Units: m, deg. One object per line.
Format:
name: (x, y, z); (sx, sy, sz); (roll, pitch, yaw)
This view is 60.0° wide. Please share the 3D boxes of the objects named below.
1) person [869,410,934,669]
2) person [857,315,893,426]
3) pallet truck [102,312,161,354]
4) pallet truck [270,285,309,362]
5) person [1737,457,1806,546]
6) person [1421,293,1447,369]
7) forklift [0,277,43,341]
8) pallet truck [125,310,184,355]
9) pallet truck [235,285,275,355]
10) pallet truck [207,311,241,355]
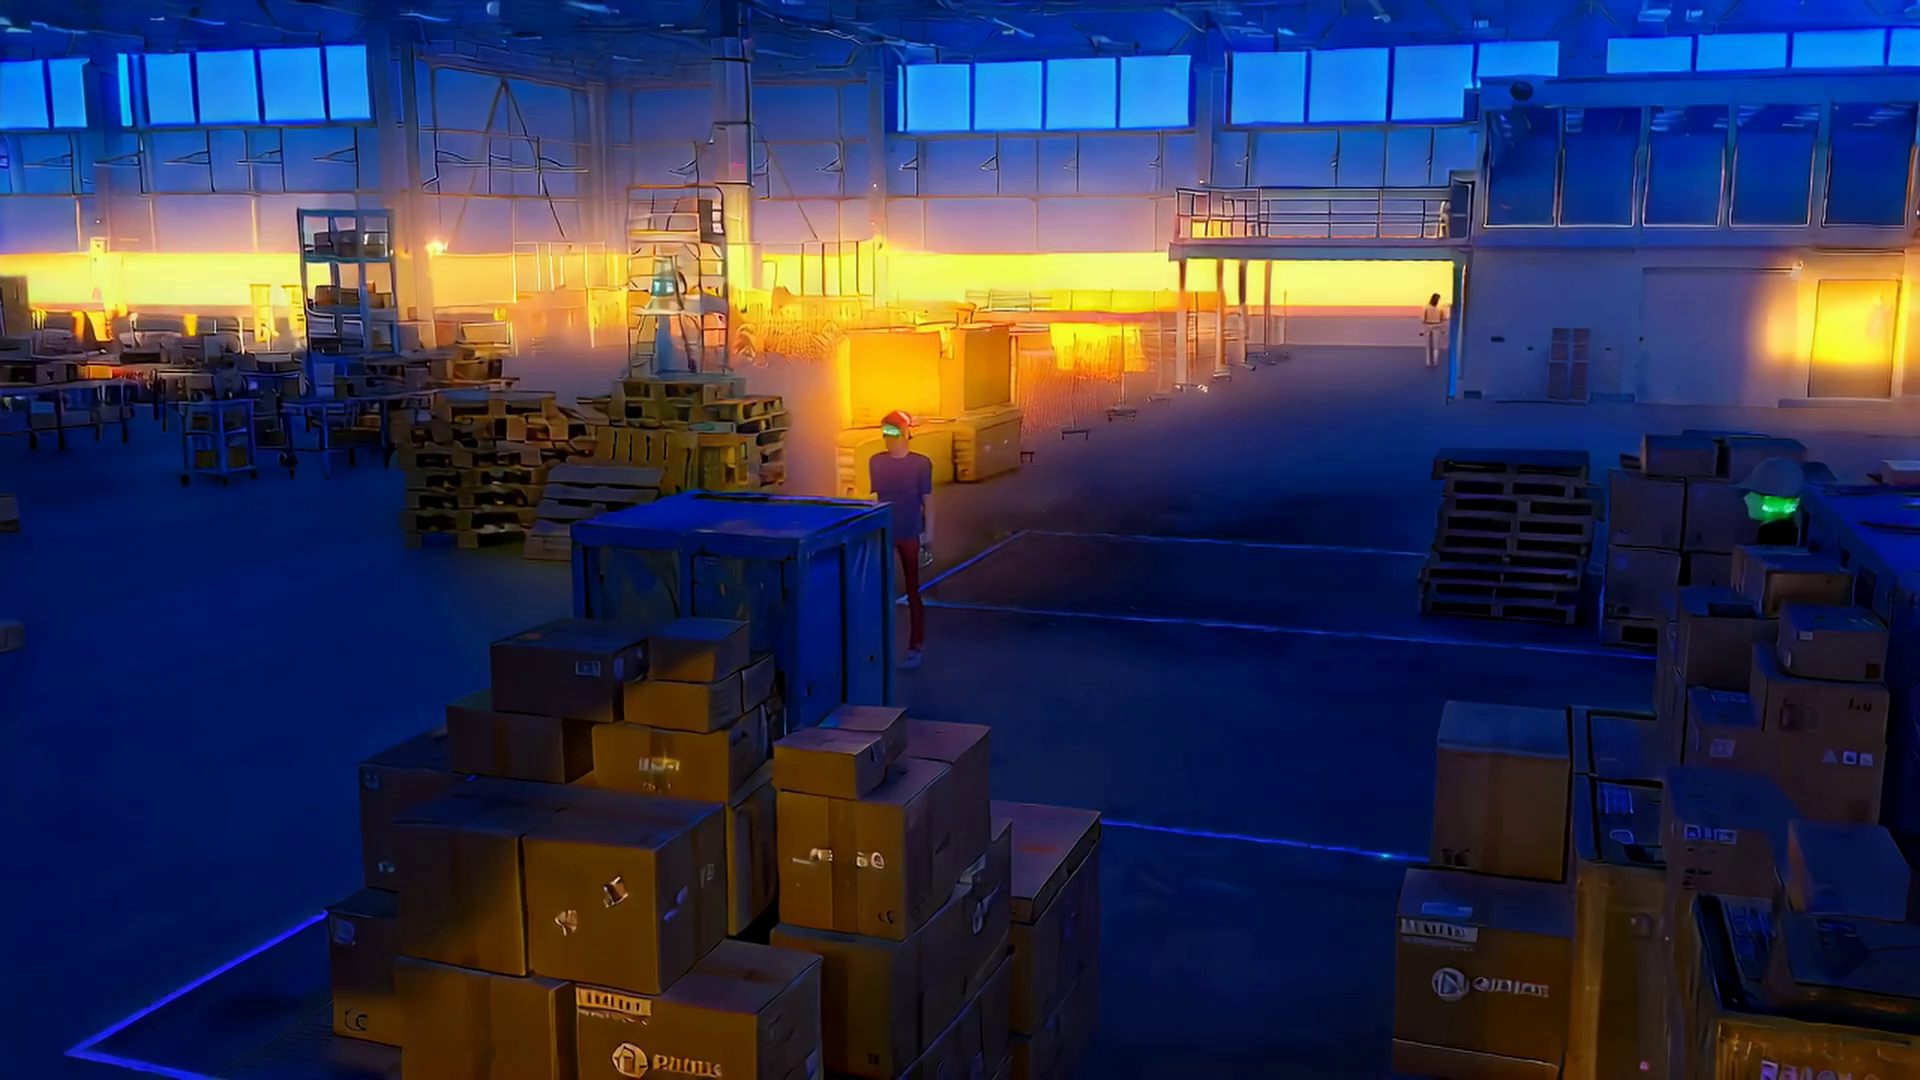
person: (-0.437, -0.004, 11.949); (0.534, 1.868, 0.309); (4, 11, 19)
person: (-1.167, -2.275, 24.323); (0.661, 2.009, 0.857); (9, 13, 41)
pallet truck: (-23.057, -5.777, 46.261); (0.680, 1.201, 1.601); (3, 11, 19)
pallet truck: (-17.147, -5.700, 43.663); (0.823, 1.965, 1.885); (3, 11, 17)
person: (4.014, 0.579, 8.302); (0.615, 1.997, 0.373); (-10, 14, -44)
person: (11.631, -5.136, 40.851); (0.591, 1.874, 0.456); (4, 11, 21)
forklift: (-27.151, -6.329, 46.328); (1.157, 1.987, 2.680); (3, 11, 17)
pallet truck: (-22.038, -5.665, 45.457); (0.704, 1.261, 1.522); (3, 11, 17)
pallet truck: (-18.327, -5.835, 44.421); (0.823, 1.965, 1.885); (4, 11, 23)
pallet truck: (-19.537, -5.575, 44.913); (0.653, 1.274, 1.630); (3, 11, 19)
